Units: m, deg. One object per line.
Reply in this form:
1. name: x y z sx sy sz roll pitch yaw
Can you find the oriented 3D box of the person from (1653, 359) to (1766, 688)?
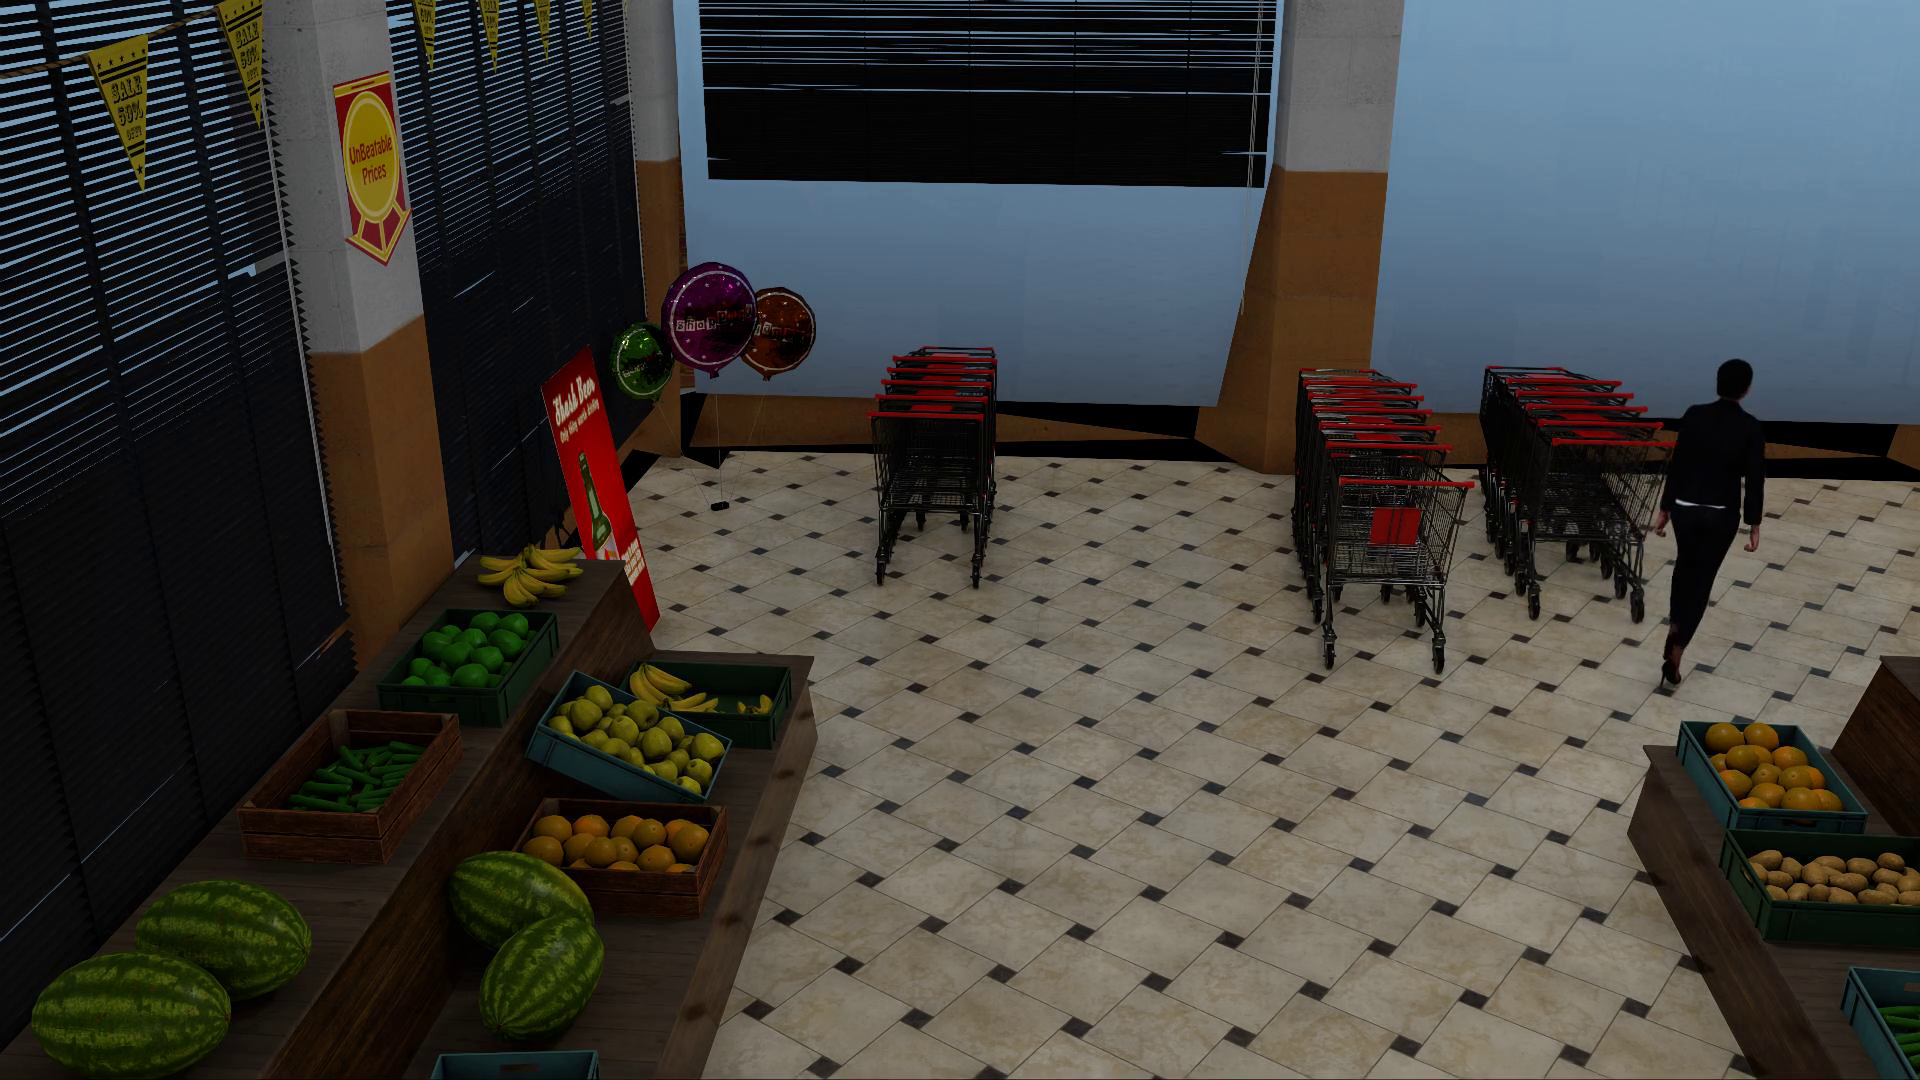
1. person: 3.905 -0.052 8.811 0.801 1.821 0.852 19 29 40
